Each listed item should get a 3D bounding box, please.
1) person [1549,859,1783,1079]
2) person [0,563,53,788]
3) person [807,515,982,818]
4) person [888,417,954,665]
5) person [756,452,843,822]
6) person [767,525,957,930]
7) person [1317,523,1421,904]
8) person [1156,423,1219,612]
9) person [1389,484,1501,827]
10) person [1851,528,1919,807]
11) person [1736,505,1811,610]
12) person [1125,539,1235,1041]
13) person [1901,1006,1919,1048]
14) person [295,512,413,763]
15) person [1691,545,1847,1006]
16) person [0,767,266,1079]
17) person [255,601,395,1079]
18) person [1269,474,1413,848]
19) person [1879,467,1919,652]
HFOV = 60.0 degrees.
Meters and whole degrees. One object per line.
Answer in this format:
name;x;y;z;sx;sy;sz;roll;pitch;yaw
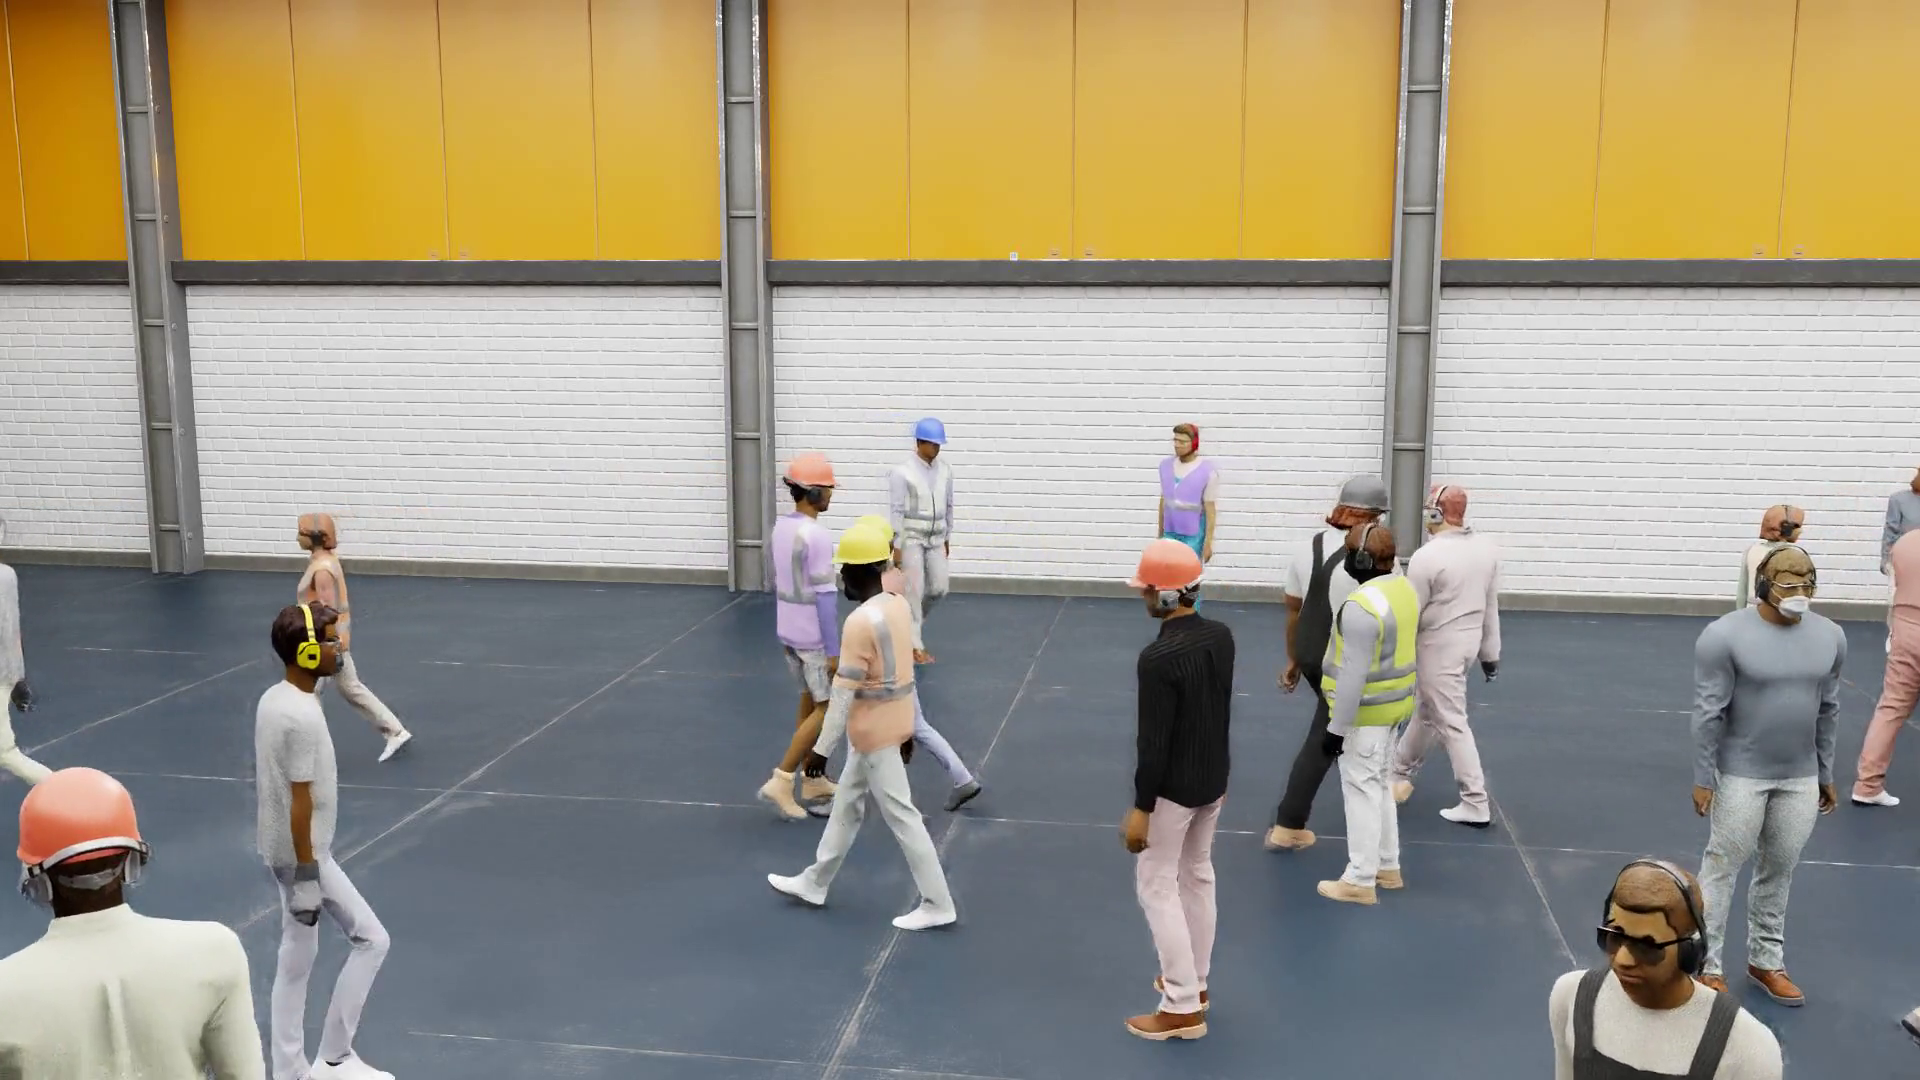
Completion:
person;1.482;1.564;3.605;0.538;1.792;0.970;8;12;41
person;-4.966;0.736;8.609;0.887;1.839;0.534;-2;9;-12
person;-0.341;0.699;9.164;0.914;1.718;0.521;1;9;6
person;-0.324;-0.008;12.906;0.639;1.924;0.592;-7;11;-36
person;-0.865;0.527;9.275;0.549;2.042;0.634;-5;10;-27
person;-0.444;0.866;7.661;0.978;1.874;0.610;2;9;13
person;1.951;0.832;7.998;0.429;1.837;0.643;7;11;35
person;1.792;-0.026;13.270;0.436;1.835;0.589;-8;12;-42
person;2.643;0.611;9.297;0.640;1.853;0.986;-8;12;-40
person;5.510;0.609;9.335;0.977;1.848;0.628;-3;10;-16
person;4.895;0.599;10.043;0.312;1.636;0.518;-3;10;-17
person;0.902;0.978;6.663;0.468;1.982;0.693;8;12;41
person;3.853;1.068;5.962;0.513;2.030;0.625;0;9;1
person;-3.783;0.617;10.061;0.845;1.611;0.520;-3;10;-16
person;3.309;0.968;6.845;0.635;1.936;0.354;-1;9;-6
person;-1.834;1.473;3.614;0.630;1.974;0.491;-8;12;-41
person;-2.310;1.137;6.058;0.563;1.848;0.577;-6;11;-34
person;2.065;0.597;8.815;1.111;2.000;0.669;-5;10;-26
person;7.361;0.164;12.786;0.512;1.609;0.445;5;10;27
